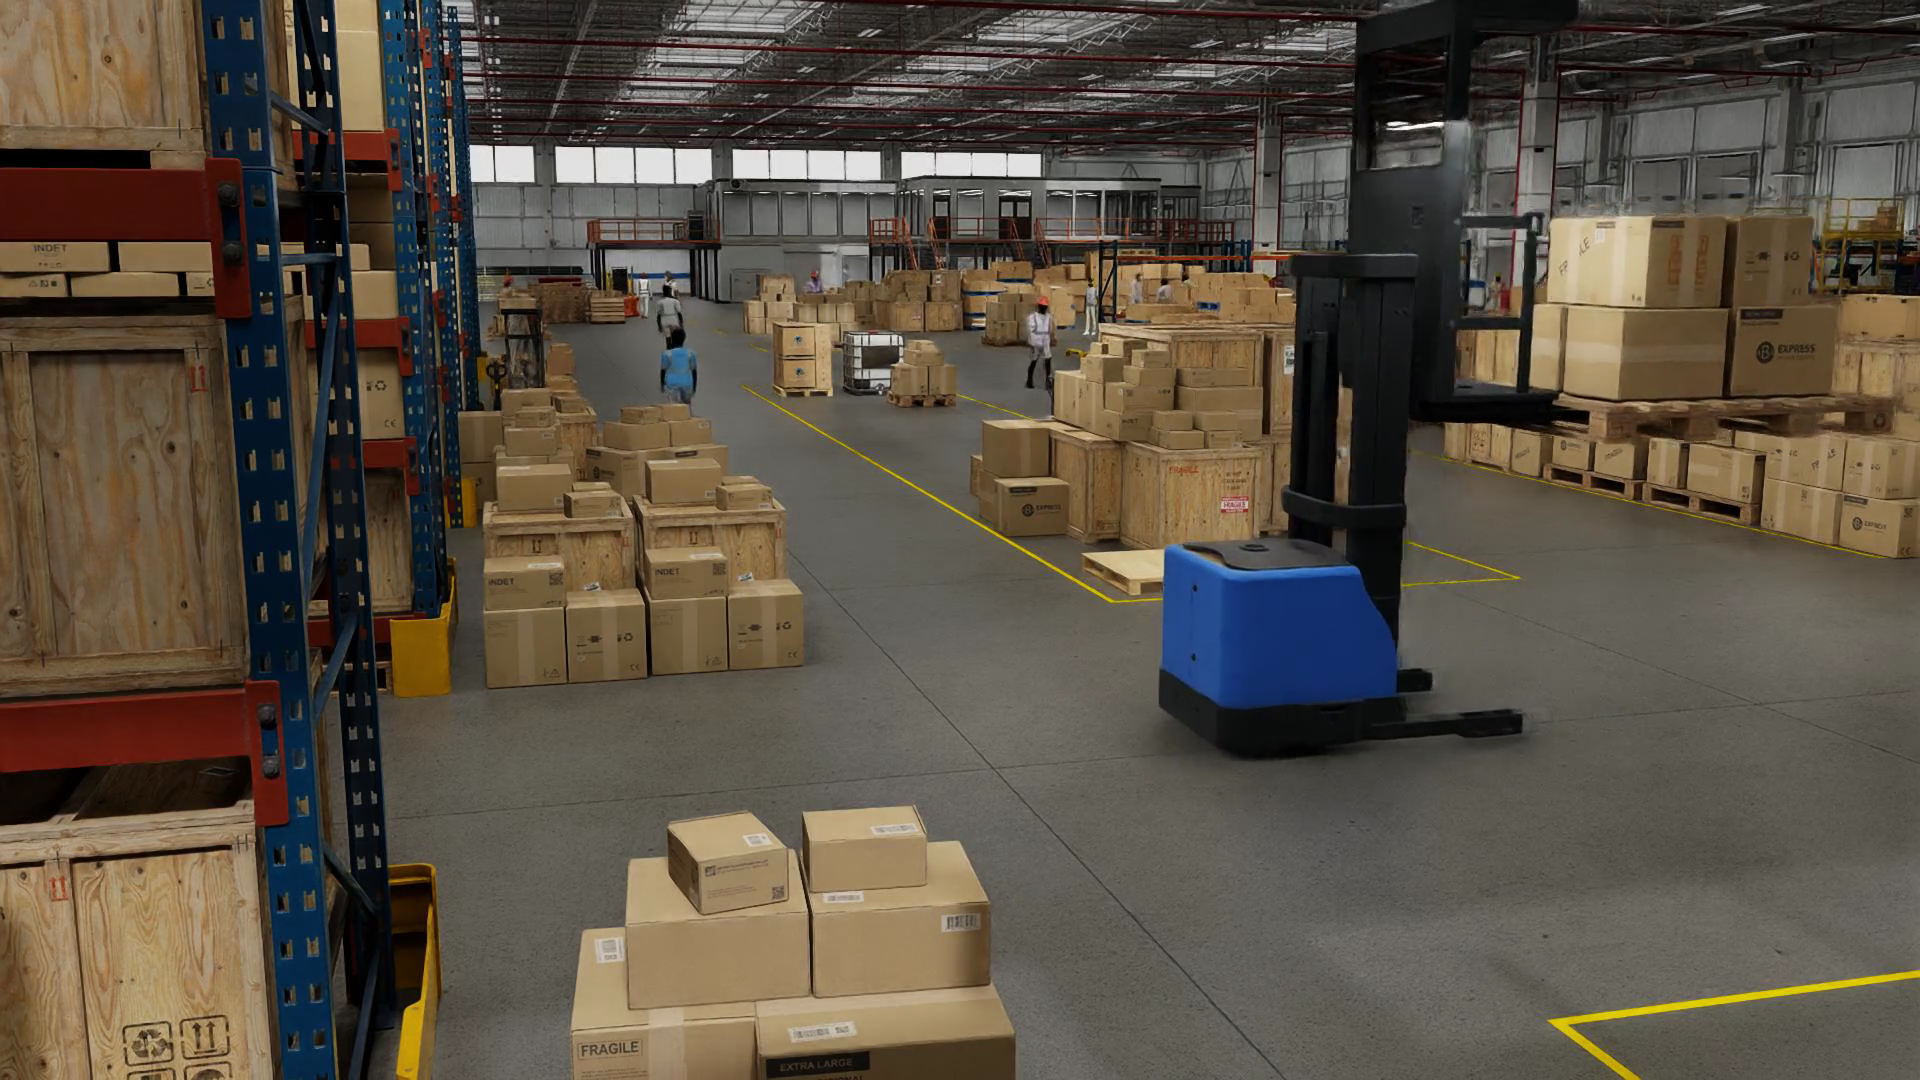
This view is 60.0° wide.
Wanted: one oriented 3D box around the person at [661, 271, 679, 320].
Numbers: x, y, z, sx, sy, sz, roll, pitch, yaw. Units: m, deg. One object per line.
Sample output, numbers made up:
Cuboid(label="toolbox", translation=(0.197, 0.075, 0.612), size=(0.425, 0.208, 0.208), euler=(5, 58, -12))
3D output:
Cuboid(label="person", translation=(-10.238, -8.543, 58.923), size=(0.693, 2.000, 0.758), euler=(9, 14, 43))

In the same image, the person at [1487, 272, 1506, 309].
Cuboid(label="person", translation=(20.337, -9.204, 63.114), size=(0.613, 1.886, 0.930), euler=(8, 13, 37))

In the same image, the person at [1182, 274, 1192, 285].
Cuboid(label="person", translation=(8.748, -9.315, 63.954), size=(0.514, 1.819, 0.665), euler=(5, 11, 27))

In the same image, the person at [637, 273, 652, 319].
Cuboid(label="person", translation=(-12.471, -9.641, 65.757), size=(0.592, 1.833, 0.997), euler=(-2, 10, -10))

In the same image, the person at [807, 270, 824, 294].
Cuboid(label="person", translation=(-5.218, -8.718, 59.985), size=(0.619, 2.017, 0.692), euler=(-4, 11, -21))

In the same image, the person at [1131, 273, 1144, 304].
Cuboid(label="person", translation=(6.632, -9.029, 62.125), size=(0.632, 1.891, 1.023), euler=(-9, 13, -40))

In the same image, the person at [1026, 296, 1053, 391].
Cuboid(label="person", translation=(1.601, -3.944, 33.330), size=(0.548, 1.895, 0.996), euler=(-4, 11, -20))

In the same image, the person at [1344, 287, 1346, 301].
Cuboid(label="person", translation=(14.810, -9.134, 63.365), size=(0.536, 1.655, 0.852), euler=(-8, 13, -38))

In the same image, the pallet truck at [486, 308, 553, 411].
Cuboid(label="pallet truck", translation=(-6.242, -2.418, 24.362), size=(0.823, 1.965, 1.885), euler=(1, 10, 3))

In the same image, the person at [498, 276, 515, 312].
Cuboid(label="person", translation=(-14.679, -7.576, 53.817), size=(0.580, 1.914, 0.402), euler=(9, 13, 40))

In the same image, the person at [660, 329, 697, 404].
Cuboid(label="person", translation=(-4.148, -2.286, 24.596), size=(0.542, 1.657, 0.889), euler=(-4, 11, -20))

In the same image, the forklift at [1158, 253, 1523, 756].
Cuboid(label="forklift", translation=(2.227, -0.275, 9.731), size=(1.873, 2.768, 1.129), euler=(-3, 10, -15))

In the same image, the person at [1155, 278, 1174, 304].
Cuboid(label="person", translation=(6.732, -7.811, 55.432), size=(0.663, 1.802, 0.889), euler=(-6, 12, -32))

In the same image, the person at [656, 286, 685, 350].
Cuboid(label="person", translation=(-7.219, -5.385, 41.472), size=(0.680, 1.898, 1.031), euler=(-4, 11, -20))

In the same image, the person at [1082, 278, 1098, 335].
Cuboid(label="person", translation=(4.243, -7.577, 53.958), size=(0.521, 1.865, 0.328), euler=(6, 12, 32))
